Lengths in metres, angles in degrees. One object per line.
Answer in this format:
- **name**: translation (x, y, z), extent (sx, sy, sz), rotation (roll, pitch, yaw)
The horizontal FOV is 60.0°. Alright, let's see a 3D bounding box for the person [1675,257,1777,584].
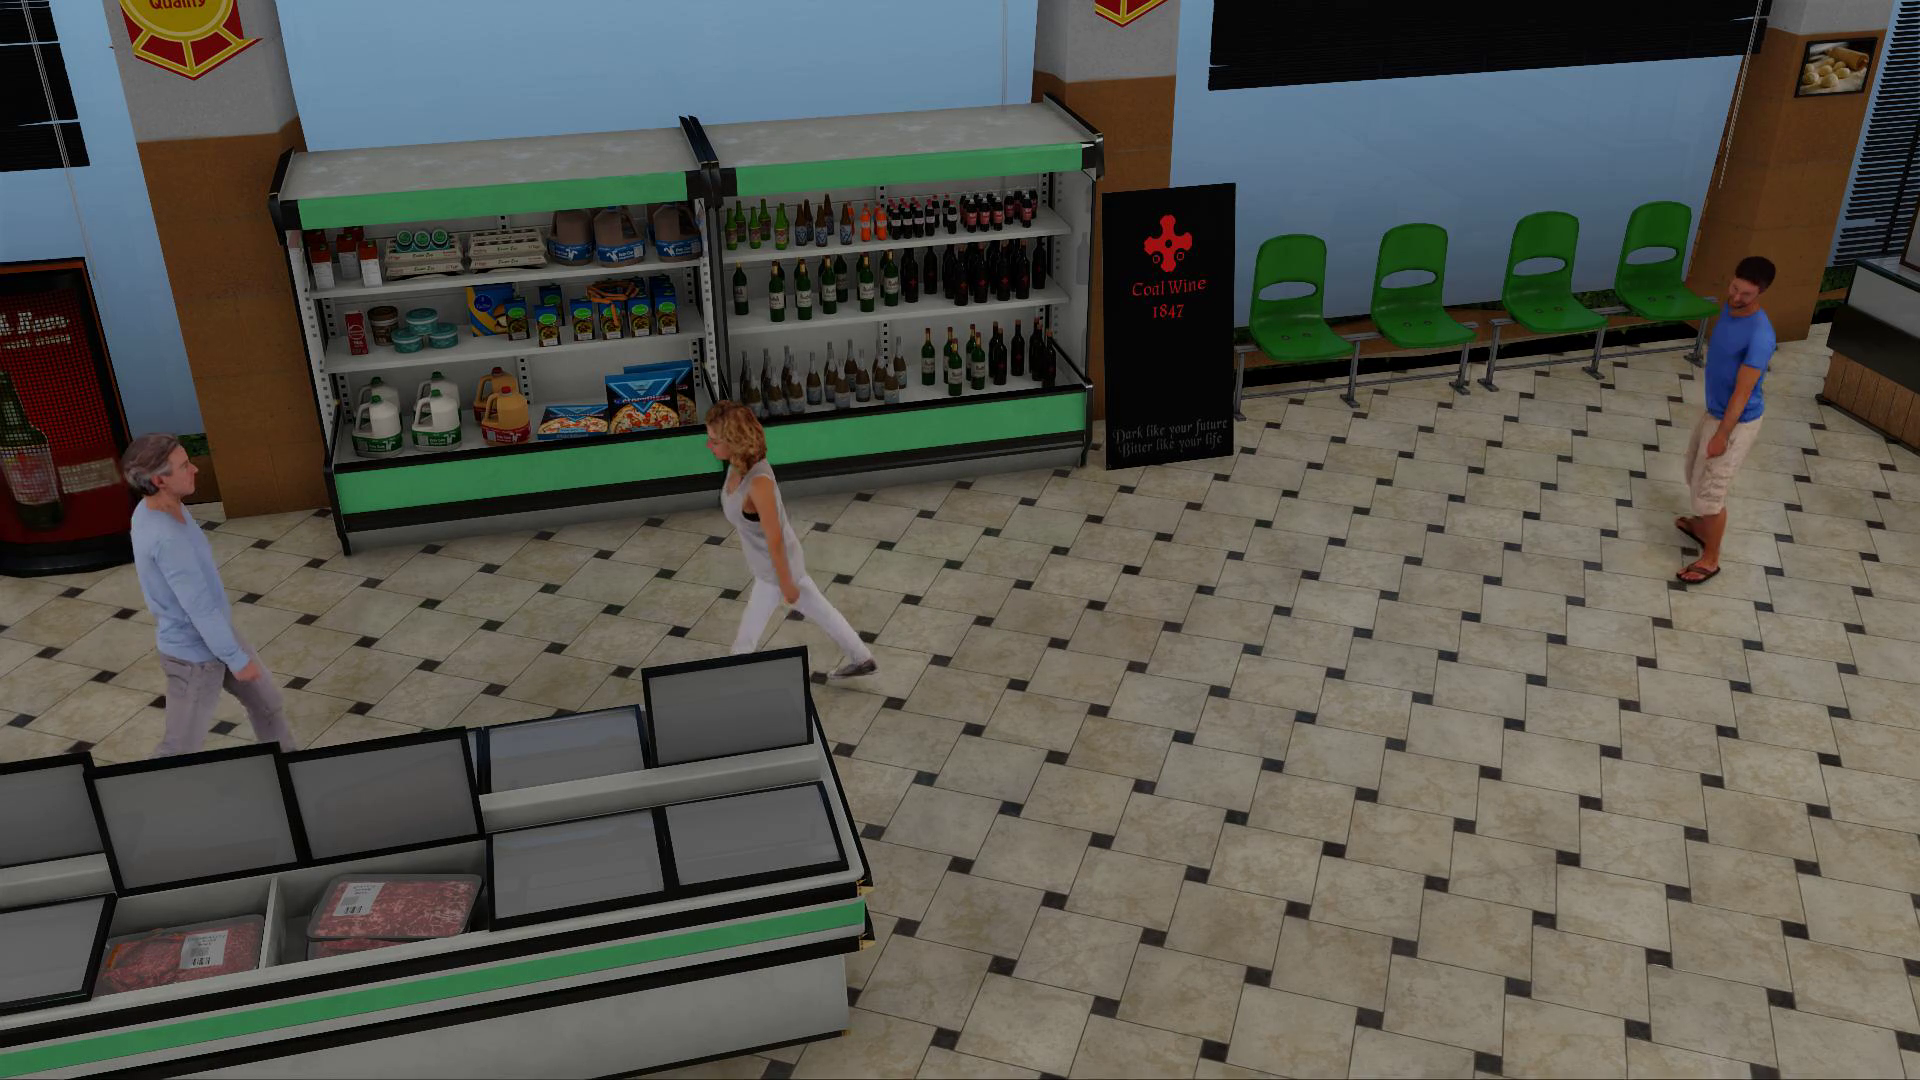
- **person**: translation (4.103, -0.665, 8.838), extent (0.832, 1.829, 0.962), rotation (9, 30, 16)

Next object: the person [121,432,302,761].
- **person**: translation (-3.163, 0.488, 6.706), extent (1.249, 1.849, 0.697), rotation (-9, 30, -17)

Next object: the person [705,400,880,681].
- **person**: translation (-0.769, 0.118, 7.659), extent (1.209, 1.586, 0.607), rotation (-7, 29, -12)
